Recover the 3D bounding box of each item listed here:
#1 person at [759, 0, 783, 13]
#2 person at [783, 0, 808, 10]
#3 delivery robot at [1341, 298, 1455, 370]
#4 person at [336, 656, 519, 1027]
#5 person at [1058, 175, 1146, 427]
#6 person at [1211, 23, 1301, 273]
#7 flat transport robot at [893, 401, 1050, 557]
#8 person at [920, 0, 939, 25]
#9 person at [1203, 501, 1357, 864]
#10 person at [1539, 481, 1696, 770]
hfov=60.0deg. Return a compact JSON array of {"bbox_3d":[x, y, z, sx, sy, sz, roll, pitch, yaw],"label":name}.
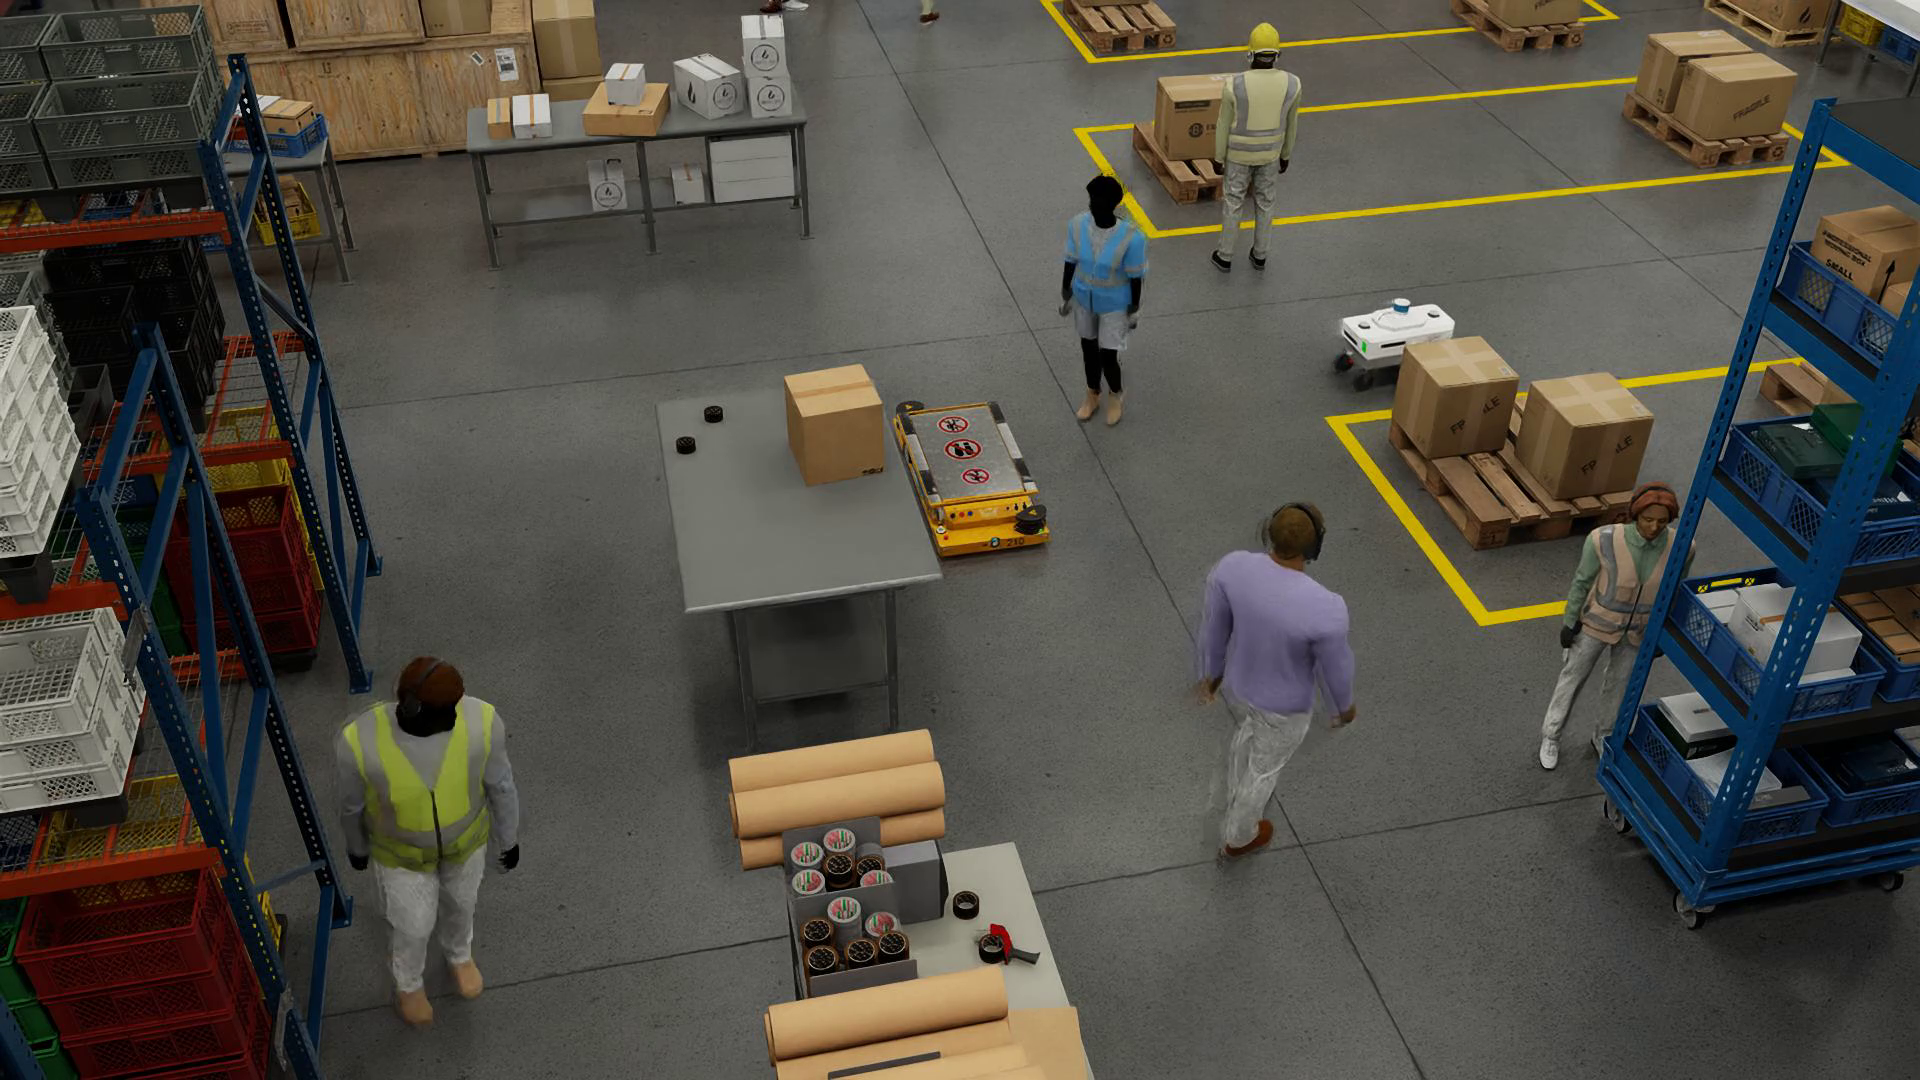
[{"bbox_3d":[-1.657,-6.284,16.662,0.647,1.848,1.003,19,41,23],"label":"person"},{"bbox_3d":[-1.788,-6.314,16.648,0.391,1.918,0.587,-7,37,-9],"label":"person"},{"bbox_3d":[2.904,-1.372,11.063,0.707,0.478,0.477,-11,38,-14],"label":"delivery robot"},{"bbox_3d":[-2.082,1.194,6.656,0.690,1.799,0.438,-17,40,-21],"label":"person"},{"bbox_3d":[0.861,-1.470,10.326,0.547,1.686,0.390,22,42,26],"label":"person"},{"bbox_3d":[2.118,-2.813,12.021,0.592,1.827,0.403,-6,37,-7],"label":"person"},{"bbox_3d":[0.046,-0.430,10.108,0.652,0.197,1.431,-8,37,-10],"label":"flat transport robot"},{"bbox_3d":[-0.326,-6.035,16.330,0.581,1.845,0.521,5,37,7],"label":"person"},{"bbox_3d":[1.448,0.611,7.340,0.690,1.913,0.636,-26,44,-30],"label":"person"},{"bbox_3d":[3.088,0.416,7.832,0.521,1.640,0.306,3,37,3],"label":"person"}]
